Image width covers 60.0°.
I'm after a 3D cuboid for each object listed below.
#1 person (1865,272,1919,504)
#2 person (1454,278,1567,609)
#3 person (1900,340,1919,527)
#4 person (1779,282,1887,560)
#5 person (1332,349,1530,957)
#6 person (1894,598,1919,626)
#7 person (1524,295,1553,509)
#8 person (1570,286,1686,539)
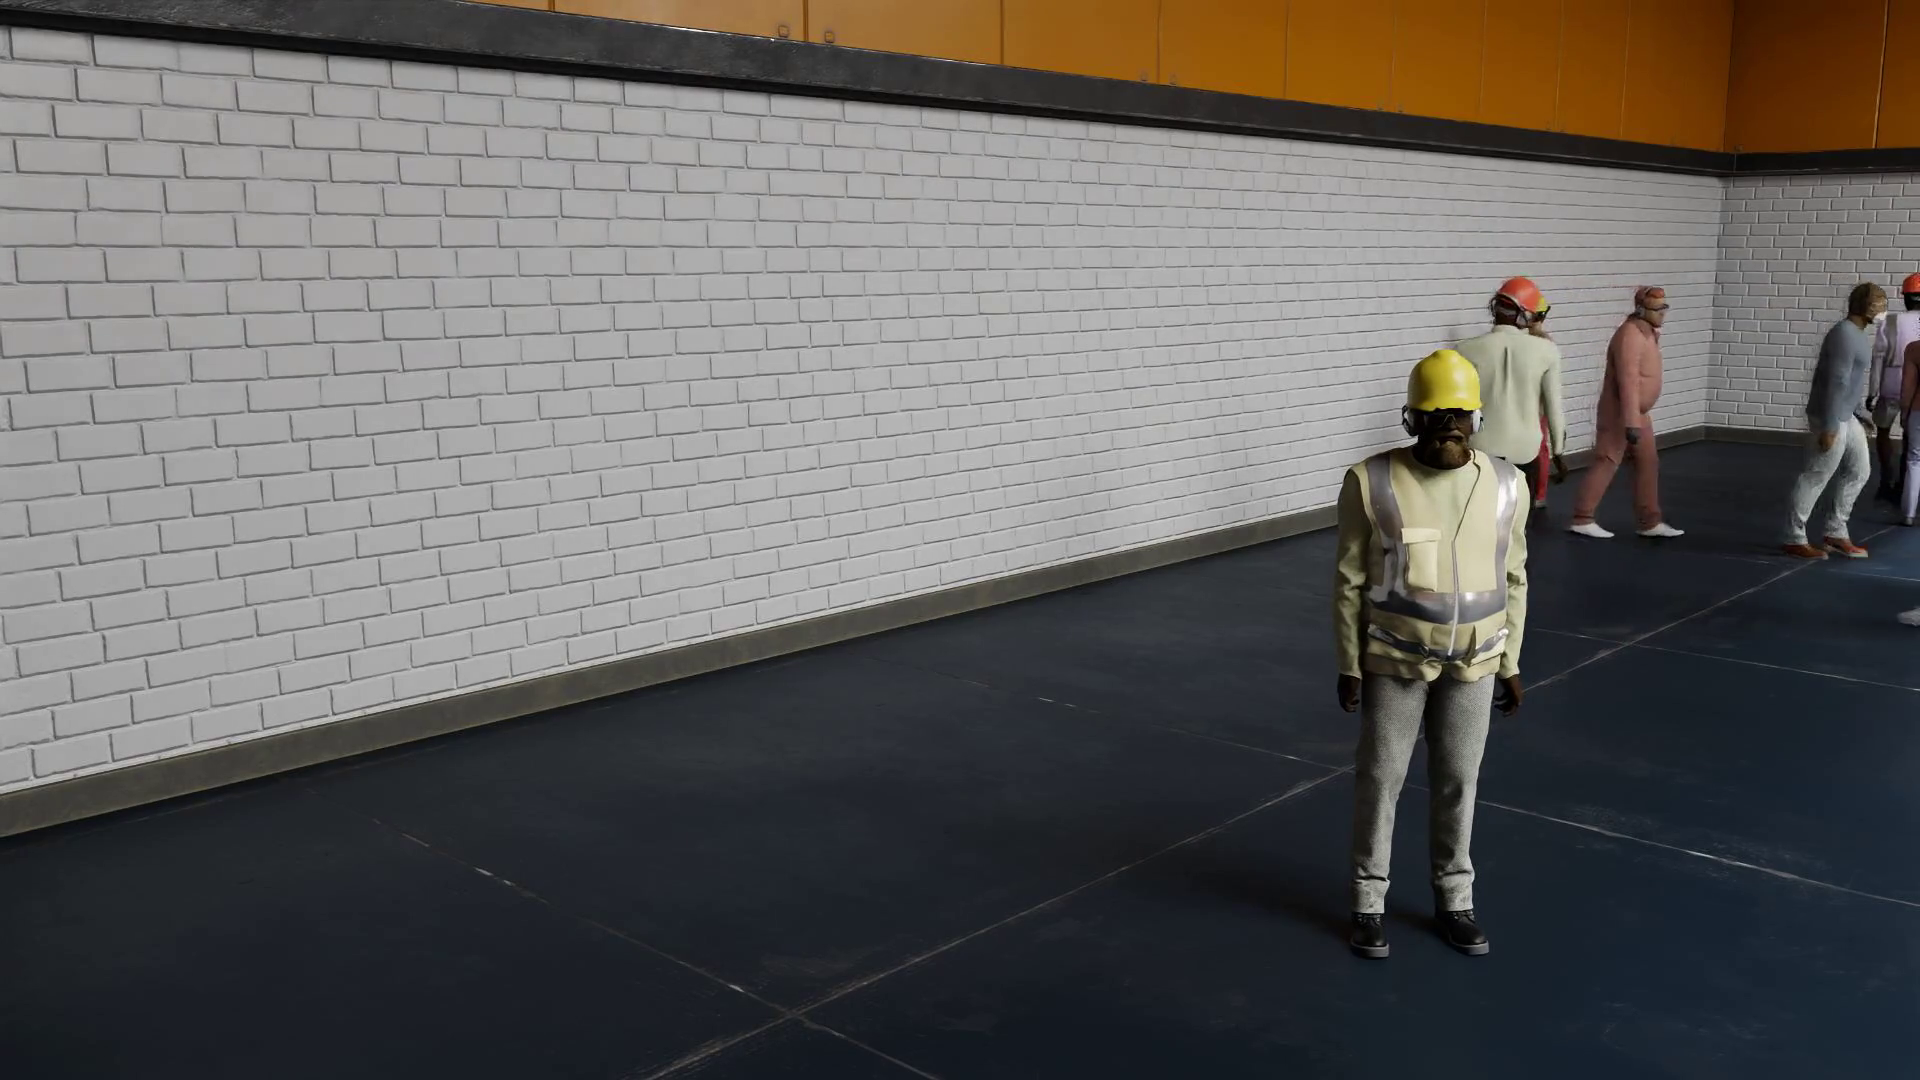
[{"bbox_3d":[7.865,-1.251,13.836,0.579,1.921,0.404,4,11,22],"label":"person"},{"bbox_3d":[3.116,-0.514,9.569,0.694,1.949,0.651,2,10,10],"label":"person"},{"bbox_3d":[7.421,-0.955,12.624,0.524,1.759,0.328,9,14,42],"label":"person"},{"bbox_3d":[6.015,-0.799,11.381,0.688,1.889,0.644,6,12,32],"label":"person"},{"bbox_3d":[1.414,0.347,4.998,0.590,1.833,0.403,-1,10,-3],"label":"person"},{"bbox_3d":[5.549,-0.416,9.116,0.744,1.915,0.605,0,10,0],"label":"person"},{"bbox_3d":[4.650,-1.127,13.579,0.330,1.768,0.526,-1,10,-4],"label":"person"},{"bbox_3d":[4.903,-0.901,12.042,0.882,1.852,0.682,8,13,37],"label":"person"}]
